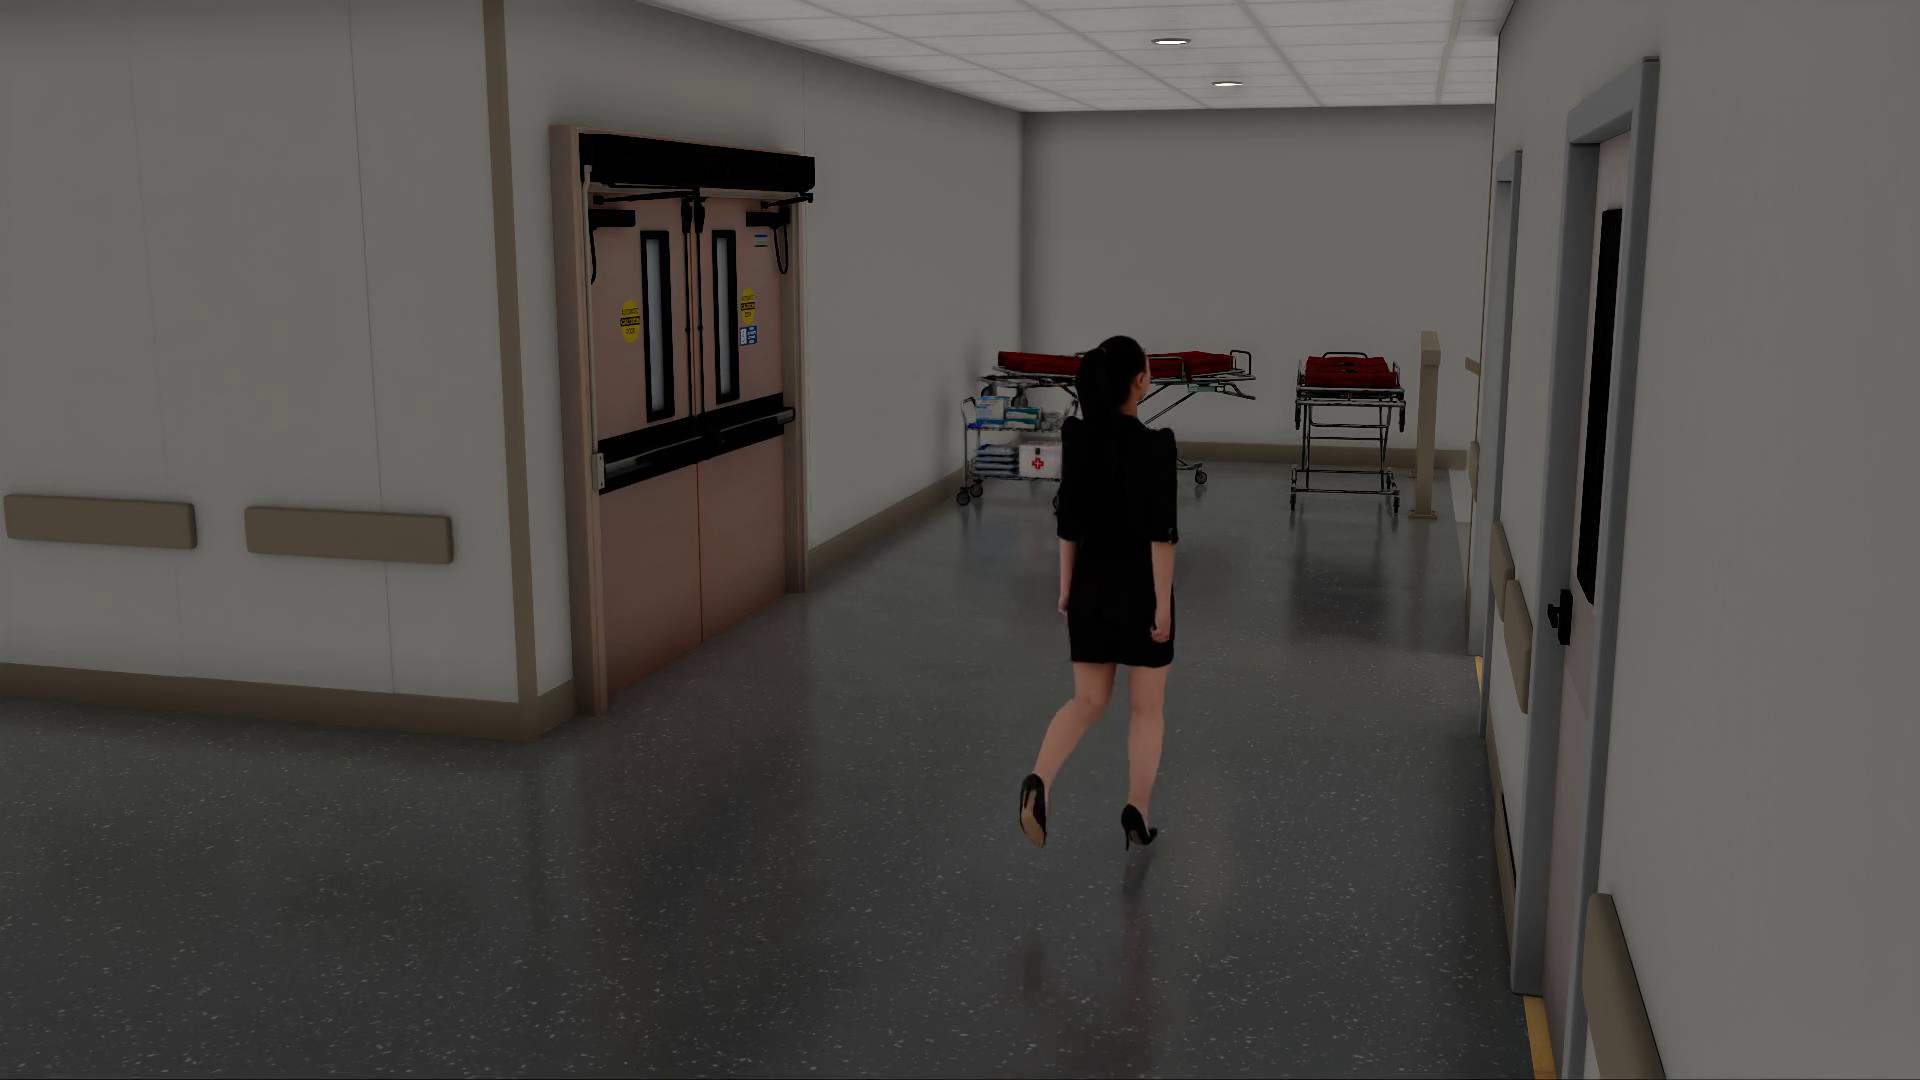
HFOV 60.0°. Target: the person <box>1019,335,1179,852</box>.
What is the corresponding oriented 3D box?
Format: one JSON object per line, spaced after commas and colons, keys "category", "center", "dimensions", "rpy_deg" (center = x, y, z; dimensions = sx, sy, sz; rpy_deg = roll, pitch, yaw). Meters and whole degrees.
{"category": "person", "center": [0.449, 0.223, 5.193], "dimensions": [0.823, 1.679, 1.024], "rpy_deg": [8, 14, 37]}
